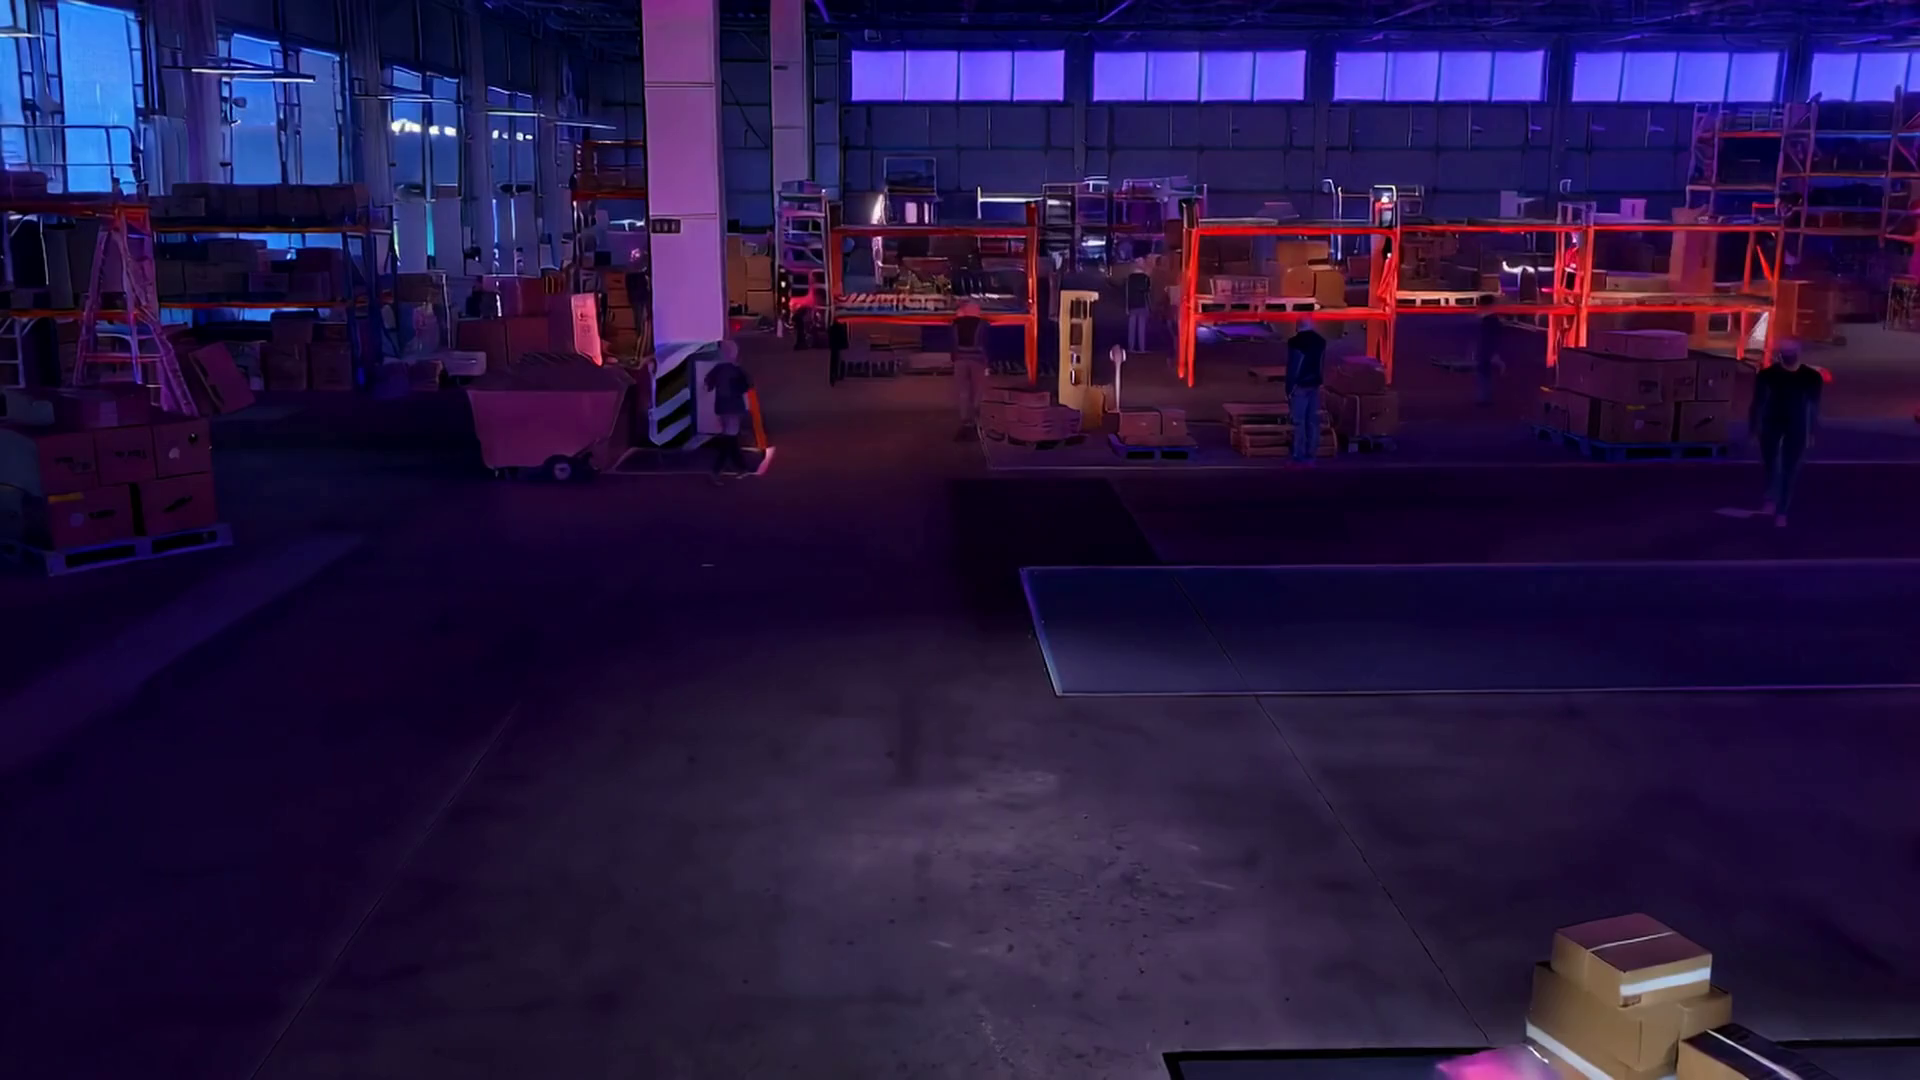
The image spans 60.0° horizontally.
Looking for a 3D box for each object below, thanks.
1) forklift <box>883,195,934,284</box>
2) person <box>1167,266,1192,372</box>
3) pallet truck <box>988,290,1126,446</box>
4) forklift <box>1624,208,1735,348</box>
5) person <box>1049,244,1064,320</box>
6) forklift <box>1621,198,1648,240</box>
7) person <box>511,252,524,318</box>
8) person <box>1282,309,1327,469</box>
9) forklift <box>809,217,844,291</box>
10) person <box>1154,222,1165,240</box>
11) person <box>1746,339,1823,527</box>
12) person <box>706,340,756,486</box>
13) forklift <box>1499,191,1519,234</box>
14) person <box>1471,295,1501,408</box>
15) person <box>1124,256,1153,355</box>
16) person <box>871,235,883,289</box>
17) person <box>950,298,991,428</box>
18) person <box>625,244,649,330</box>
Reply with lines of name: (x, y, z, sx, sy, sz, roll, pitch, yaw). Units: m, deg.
forklift: (-1.507, -9.369, 52.021, 1.129, 2.768, 1.873, -10, 16, -38)
person: (3.929, -3.948, 29.761, 0.453, 1.905, 0.618, -9, 15, -35)
pallet truck: (1.257, -2.299, 22.111, 1.885, 1.965, 0.823, -9, 15, -35)
forklift: (14.690, -5.335, 33.808, 1.873, 2.768, 1.129, 0, 12, -2)
person: (2.343, -6.242, 40.292, 0.343, 1.839, 0.501, 3, 13, 14)
forklift: (18.902, -8.225, 46.855, 1.873, 2.768, 1.129, 0, 12, -2)
person: (-10.834, -6.234, 40.715, 0.314, 1.634, 0.516, -7, 14, -27)
person: (4.147, -1.811, 20.075, 0.629, 1.935, 0.376, -10, 16, -37)
forklift: (-4.375, -8.619, 48.637, 1.873, 2.768, 1.129, 0, 12, -2)
person: (6.749, -9.874, 56.605, 1.003, 1.899, 0.618, -4, 13, -17)
person: (8.454, -1.130, 17.101, 0.653, 1.888, 1.036, 7, 14, 27)
person: (-2.686, -1.474, 19.156, 0.537, 1.658, 0.868, 10, 16, 39)
forklift: (20.729, -11.779, 62.904, 1.873, 2.768, 1.129, 0, 12, -2)
person: (7.952, -2.833, 25.151, 0.488, 1.717, 0.553, -2, 13, -10)
person: (3.519, -4.604, 32.686, 0.594, 1.922, 0.375, 8, 15, 34)
person: (-2.552, -8.668, 51.144, 0.342, 1.881, 0.582, -5, 14, -23)
person: (0.156, -2.472, 23.293, 0.633, 1.829, 0.438, 5, 13, 21)
person: (-7.309, -5.712, 37.659, 0.544, 1.938, 0.356, -7, 14, -28)
